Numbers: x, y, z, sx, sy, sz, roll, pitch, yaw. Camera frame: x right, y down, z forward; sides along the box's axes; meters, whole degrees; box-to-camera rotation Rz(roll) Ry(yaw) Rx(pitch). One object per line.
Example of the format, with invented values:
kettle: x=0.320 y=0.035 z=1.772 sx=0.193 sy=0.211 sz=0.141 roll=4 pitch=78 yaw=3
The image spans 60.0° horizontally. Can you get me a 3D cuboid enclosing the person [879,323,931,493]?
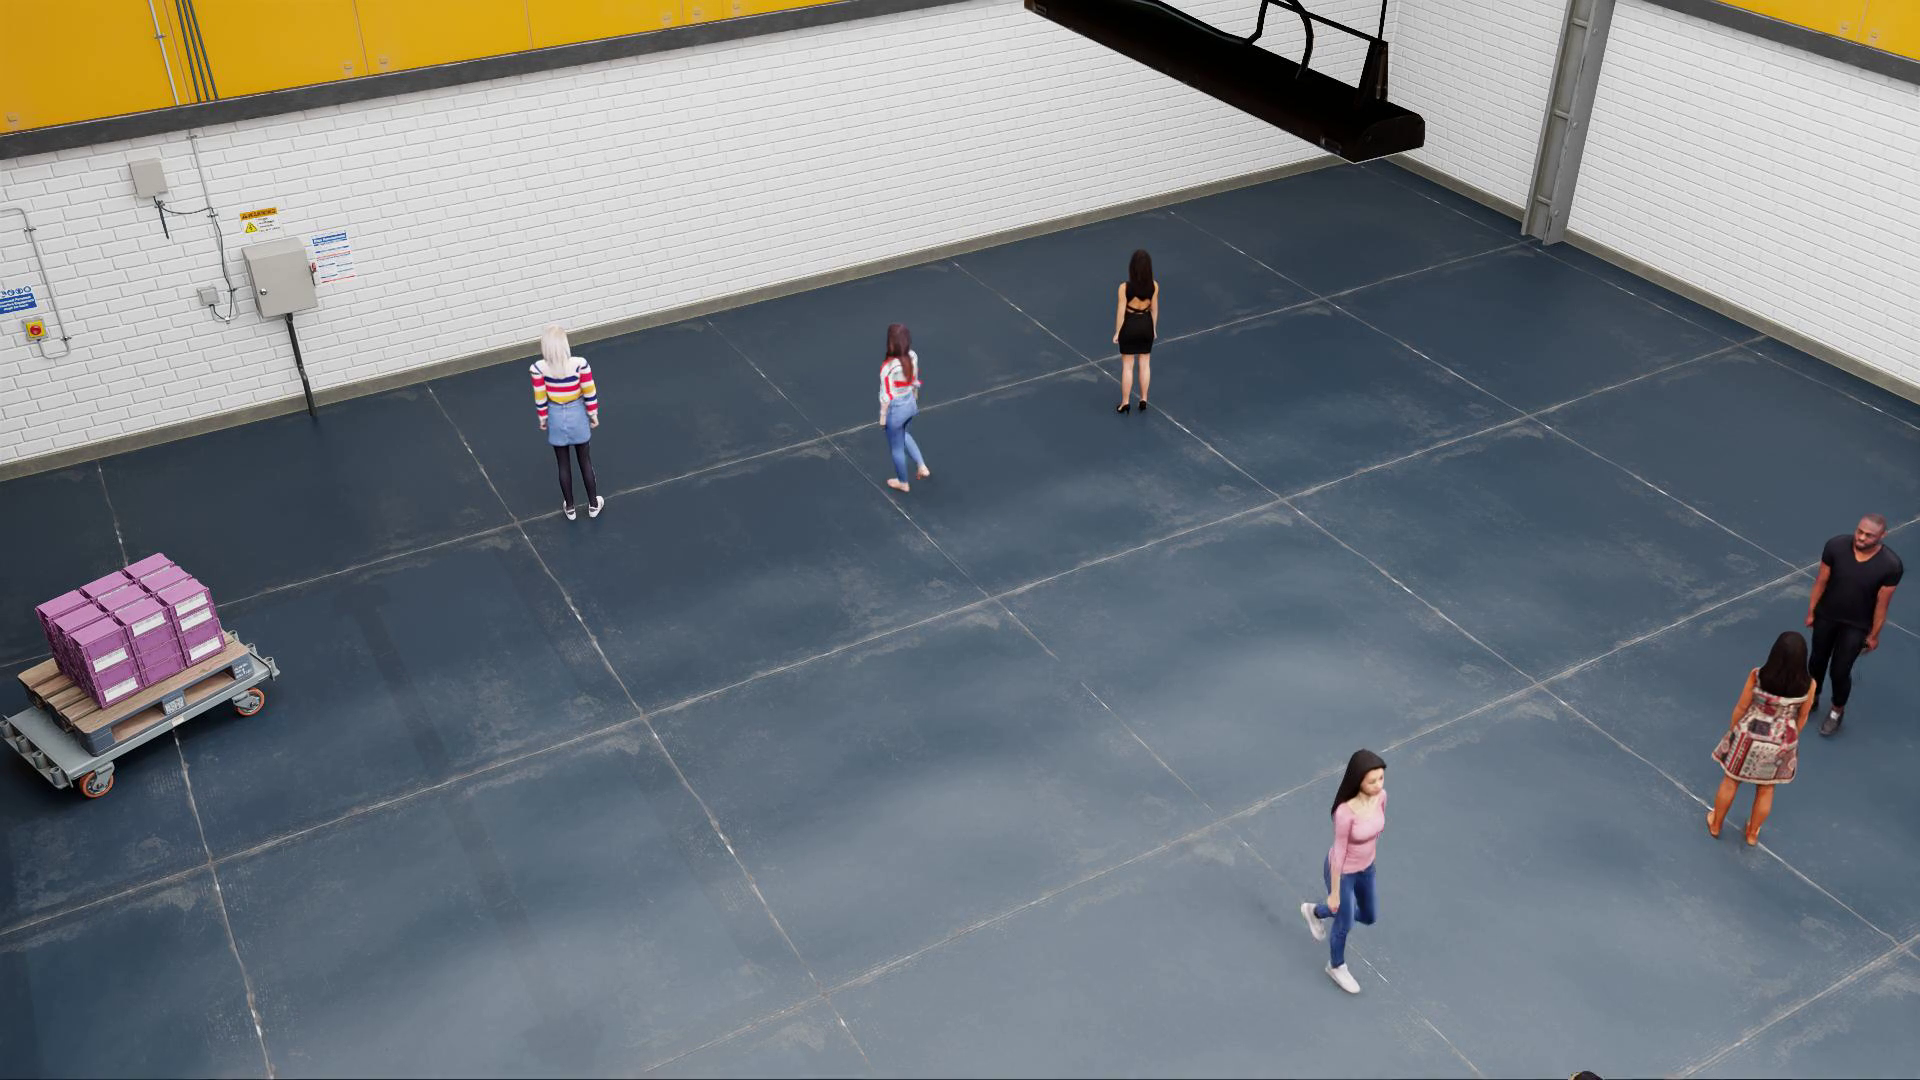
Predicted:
person: x=-0.454 y=-1.098 z=14.300 sx=0.780 sy=1.605 sz=0.723 roll=21 pitch=39 yaw=29

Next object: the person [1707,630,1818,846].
person: x=5.162 y=1.274 z=10.695 sx=0.702 sy=1.644 sz=0.787 roll=12 pitch=35 yaw=17

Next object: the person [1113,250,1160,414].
person: x=1.647 y=-1.920 z=15.502 sx=0.623 sy=1.643 sz=0.593 roll=-6 pitch=34 yaw=-8

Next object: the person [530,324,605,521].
person: x=-3.297 y=-1.000 z=13.968 sx=0.714 sy=1.809 sz=0.645 roll=-5 pitch=34 yaw=-8

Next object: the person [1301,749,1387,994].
person: x=2.225 y=1.886 z=9.696 sx=0.592 sy=1.731 sz=0.774 roll=-20 pitch=39 yaw=-28

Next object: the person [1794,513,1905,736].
person: x=6.200 y=0.552 z=11.640 sx=0.807 sy=1.801 sz=0.663 roll=-28 pitch=42 yaw=-35
